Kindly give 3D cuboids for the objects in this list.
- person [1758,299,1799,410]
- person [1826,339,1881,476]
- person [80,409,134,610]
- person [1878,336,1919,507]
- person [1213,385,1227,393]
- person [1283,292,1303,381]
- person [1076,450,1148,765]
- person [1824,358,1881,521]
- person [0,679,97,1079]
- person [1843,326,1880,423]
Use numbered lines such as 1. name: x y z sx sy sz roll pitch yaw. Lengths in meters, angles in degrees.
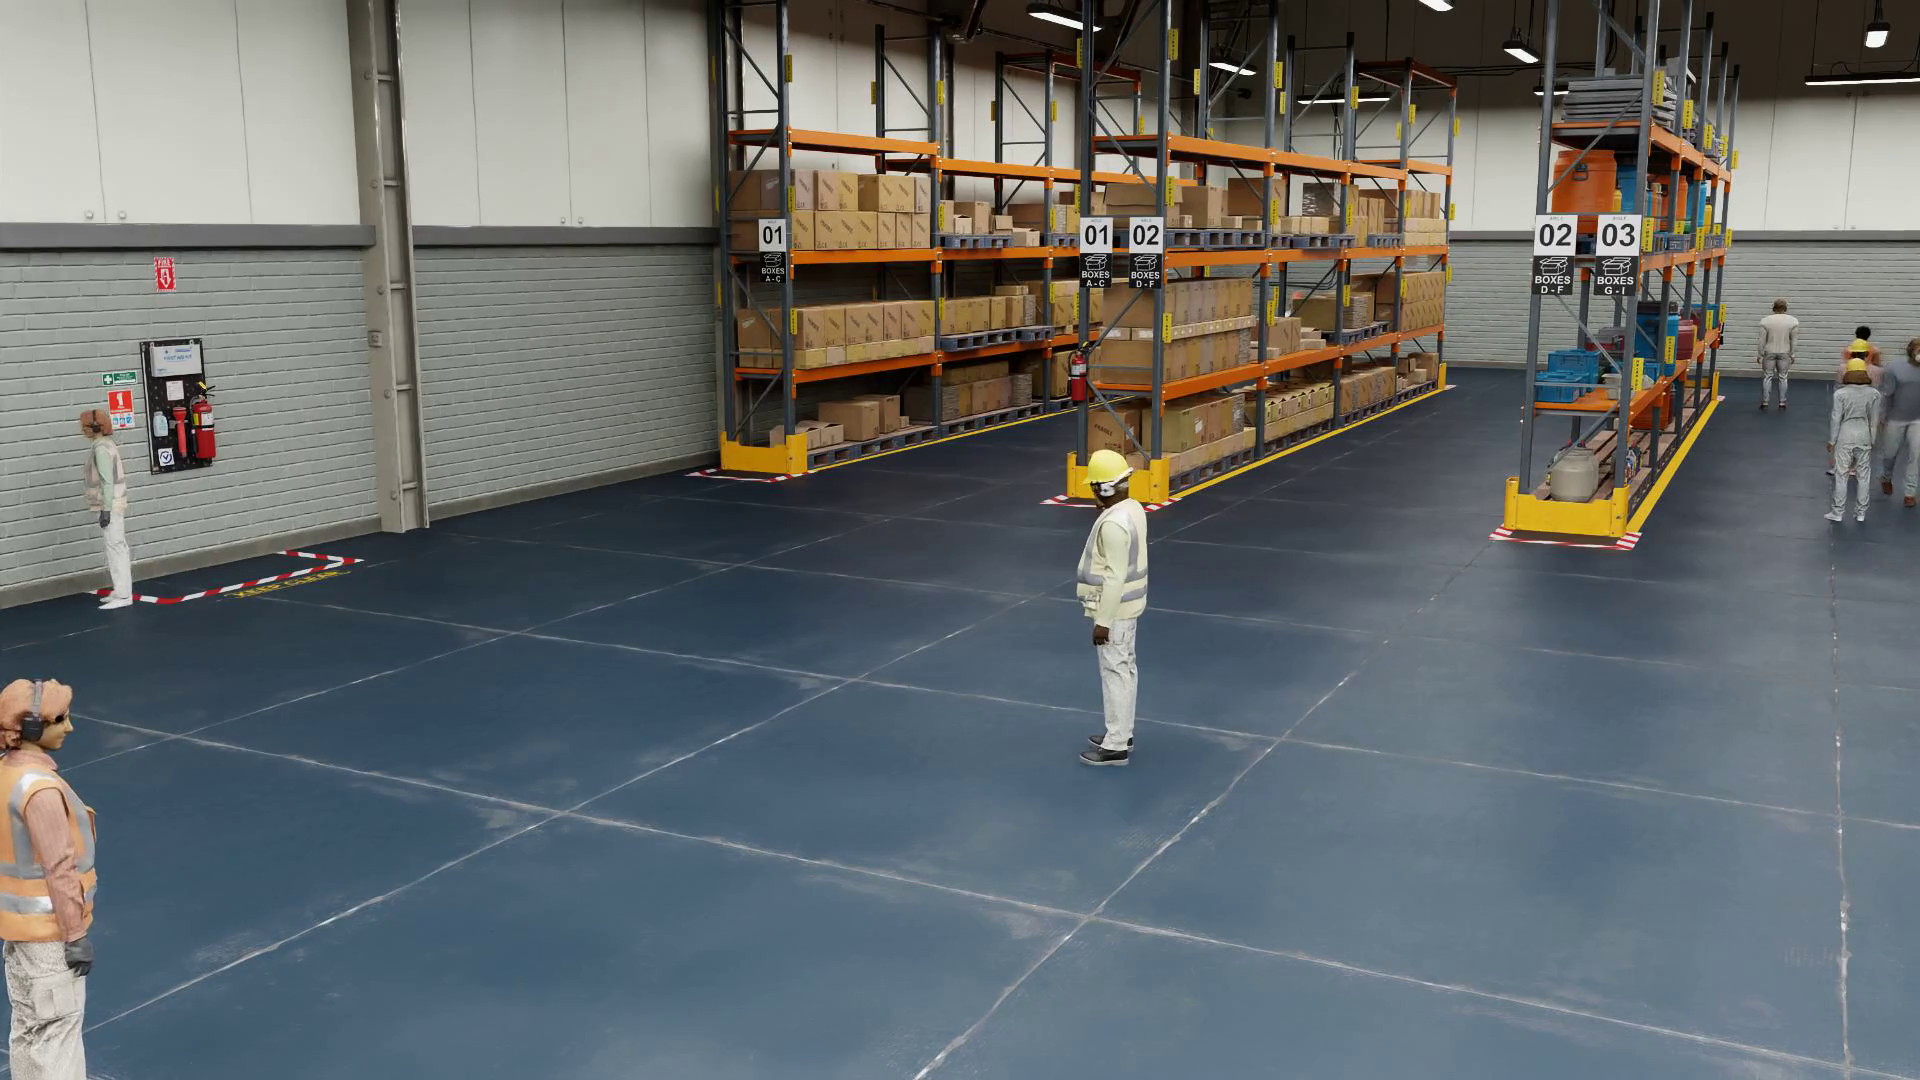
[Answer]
1. person: 14.201 -3.218 28.930 0.628 1.935 0.373 4 11 20
2. person: 11.179 -1.638 20.830 0.552 1.729 0.826 9 14 41
3. person: -6.958 -0.254 13.574 0.310 1.636 0.523 -5 11 -24
4. person: 10.744 -1.363 18.864 0.636 1.919 0.827 4 11 19
5. person: 4.408 -3.143 28.805 0.874 1.824 0.529 -7 13 -34
6. person: 6.023 -3.454 29.938 0.629 2.028 0.676 6 12 29
7. person: 0.870 0.387 9.574 0.403 1.822 0.588 3 11 16
8. person: 9.503 -1.065 17.731 0.483 1.735 0.311 1 10 5
9. person: -2.949 1.249 5.376 0.514 1.639 0.311 10 14 43
10. person: 13.752 -2.437 25.403 0.540 1.659 0.842 2 11 11
